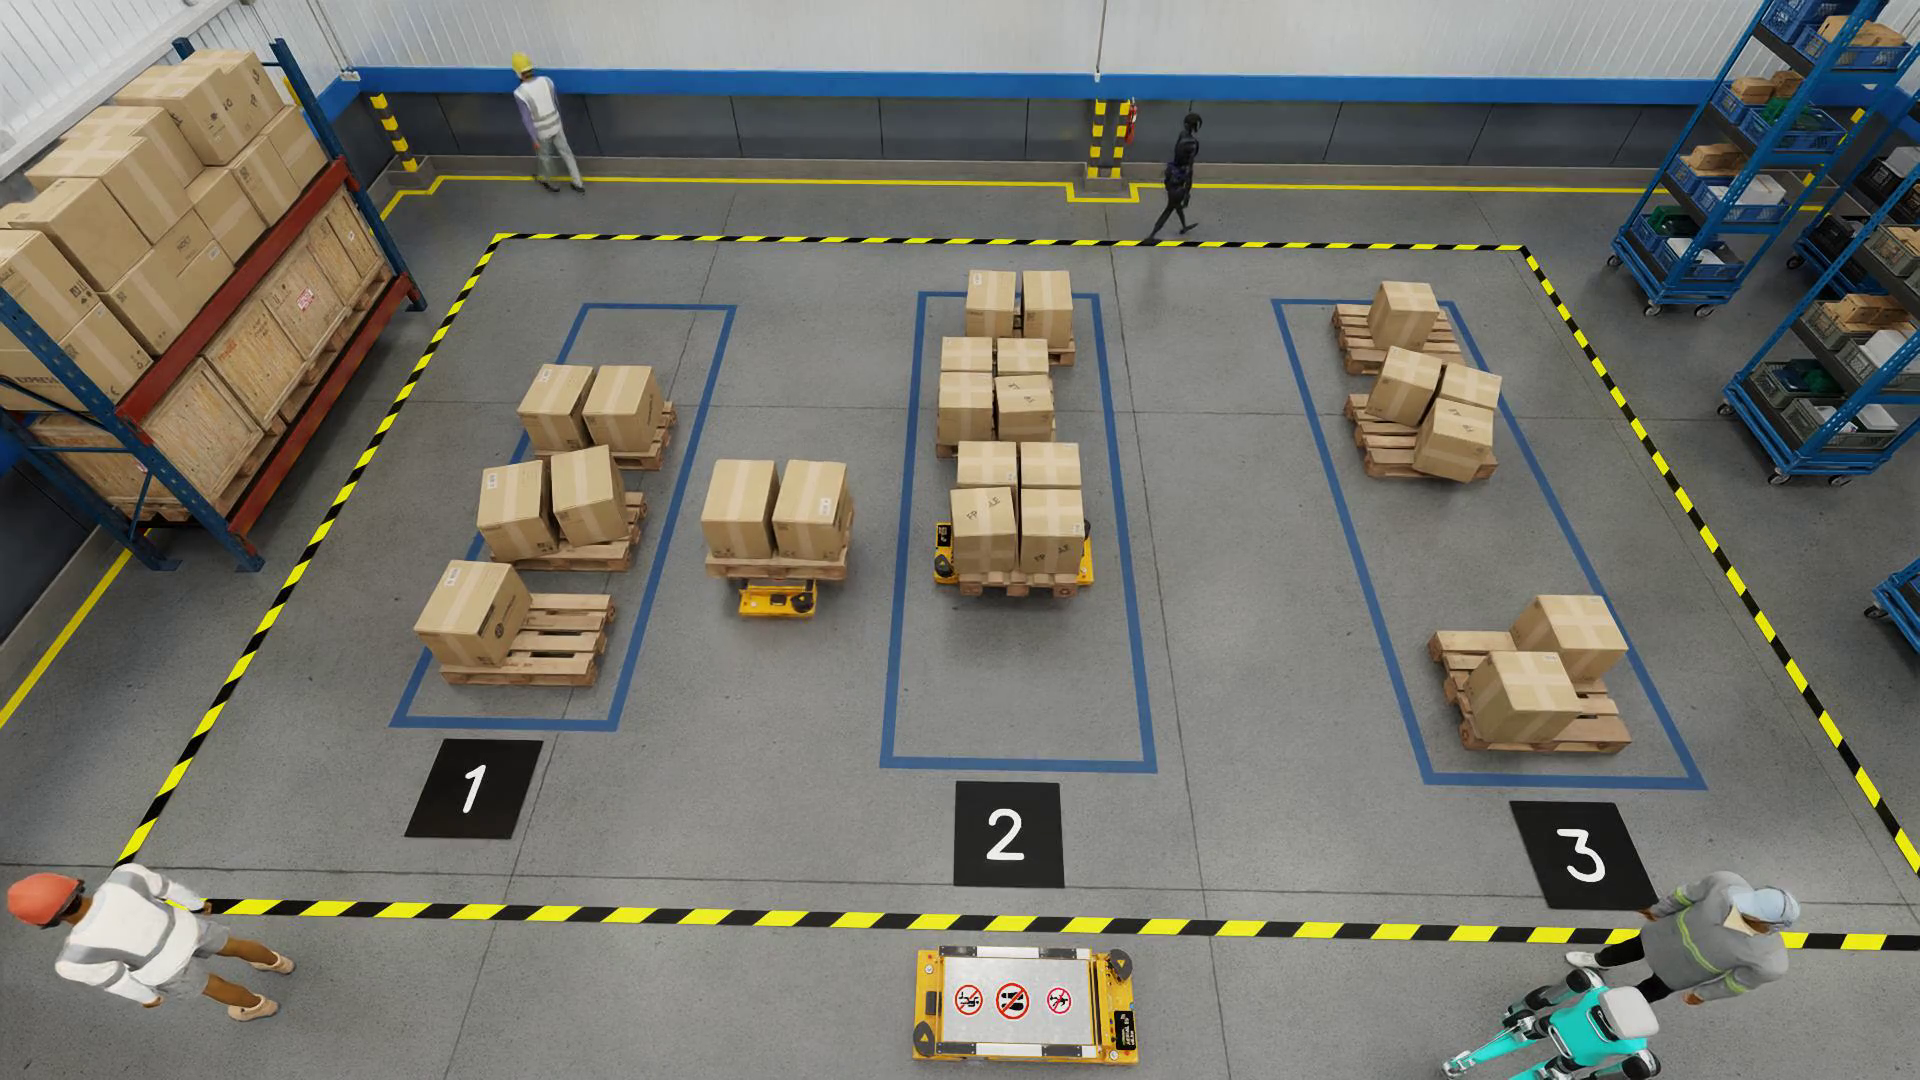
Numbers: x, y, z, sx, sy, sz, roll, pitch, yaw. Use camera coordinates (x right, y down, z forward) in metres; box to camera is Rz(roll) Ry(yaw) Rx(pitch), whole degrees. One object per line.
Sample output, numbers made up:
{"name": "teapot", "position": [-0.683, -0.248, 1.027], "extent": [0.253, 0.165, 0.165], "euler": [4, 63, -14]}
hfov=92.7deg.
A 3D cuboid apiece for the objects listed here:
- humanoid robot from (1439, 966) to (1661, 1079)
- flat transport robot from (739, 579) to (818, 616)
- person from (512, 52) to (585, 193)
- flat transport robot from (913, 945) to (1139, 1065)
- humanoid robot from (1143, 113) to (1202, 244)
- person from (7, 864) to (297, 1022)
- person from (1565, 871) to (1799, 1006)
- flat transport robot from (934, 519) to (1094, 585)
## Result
{"name": "humanoid robot", "position": [3.106, 2.886, 5.098], "extent": [0.735, 1.677, 0.533], "euler": [-12, 52, -10]}
{"name": "flat transport robot", "position": [-1.592, 0.060, 8.419], "extent": [0.652, 0.197, 1.431], "euler": [1, 51, 1]}
{"name": "person", "position": [-5.362, -5.347, 11.845], "extent": [0.423, 1.831, 0.602], "euler": [29, 57, 22]}
{"name": "flat transport robot", "position": [0.422, 3.041, 6.007], "extent": [1.431, 0.231, 0.659], "euler": [1, 51, 1]}
{"name": "humanoid robot", "position": [2.706, -4.380, 11.168], "extent": [0.764, 1.623, 0.589], "euler": [-8, 51, -6]}
{"name": "person", "position": [-4.694, 2.397, 5.390], "extent": [0.389, 2.039, 0.613], "euler": [1, 51, 1]}
{"name": "person", "position": [4.311, 2.446, 5.472], "extent": [0.395, 1.850, 0.589], "euler": [-2, 51, -2]}
{"name": "flat transport robot", "position": [0.490, 0.087, 8.397], "extent": [1.431, 0.197, 0.652], "euler": [1, 51, 1]}
